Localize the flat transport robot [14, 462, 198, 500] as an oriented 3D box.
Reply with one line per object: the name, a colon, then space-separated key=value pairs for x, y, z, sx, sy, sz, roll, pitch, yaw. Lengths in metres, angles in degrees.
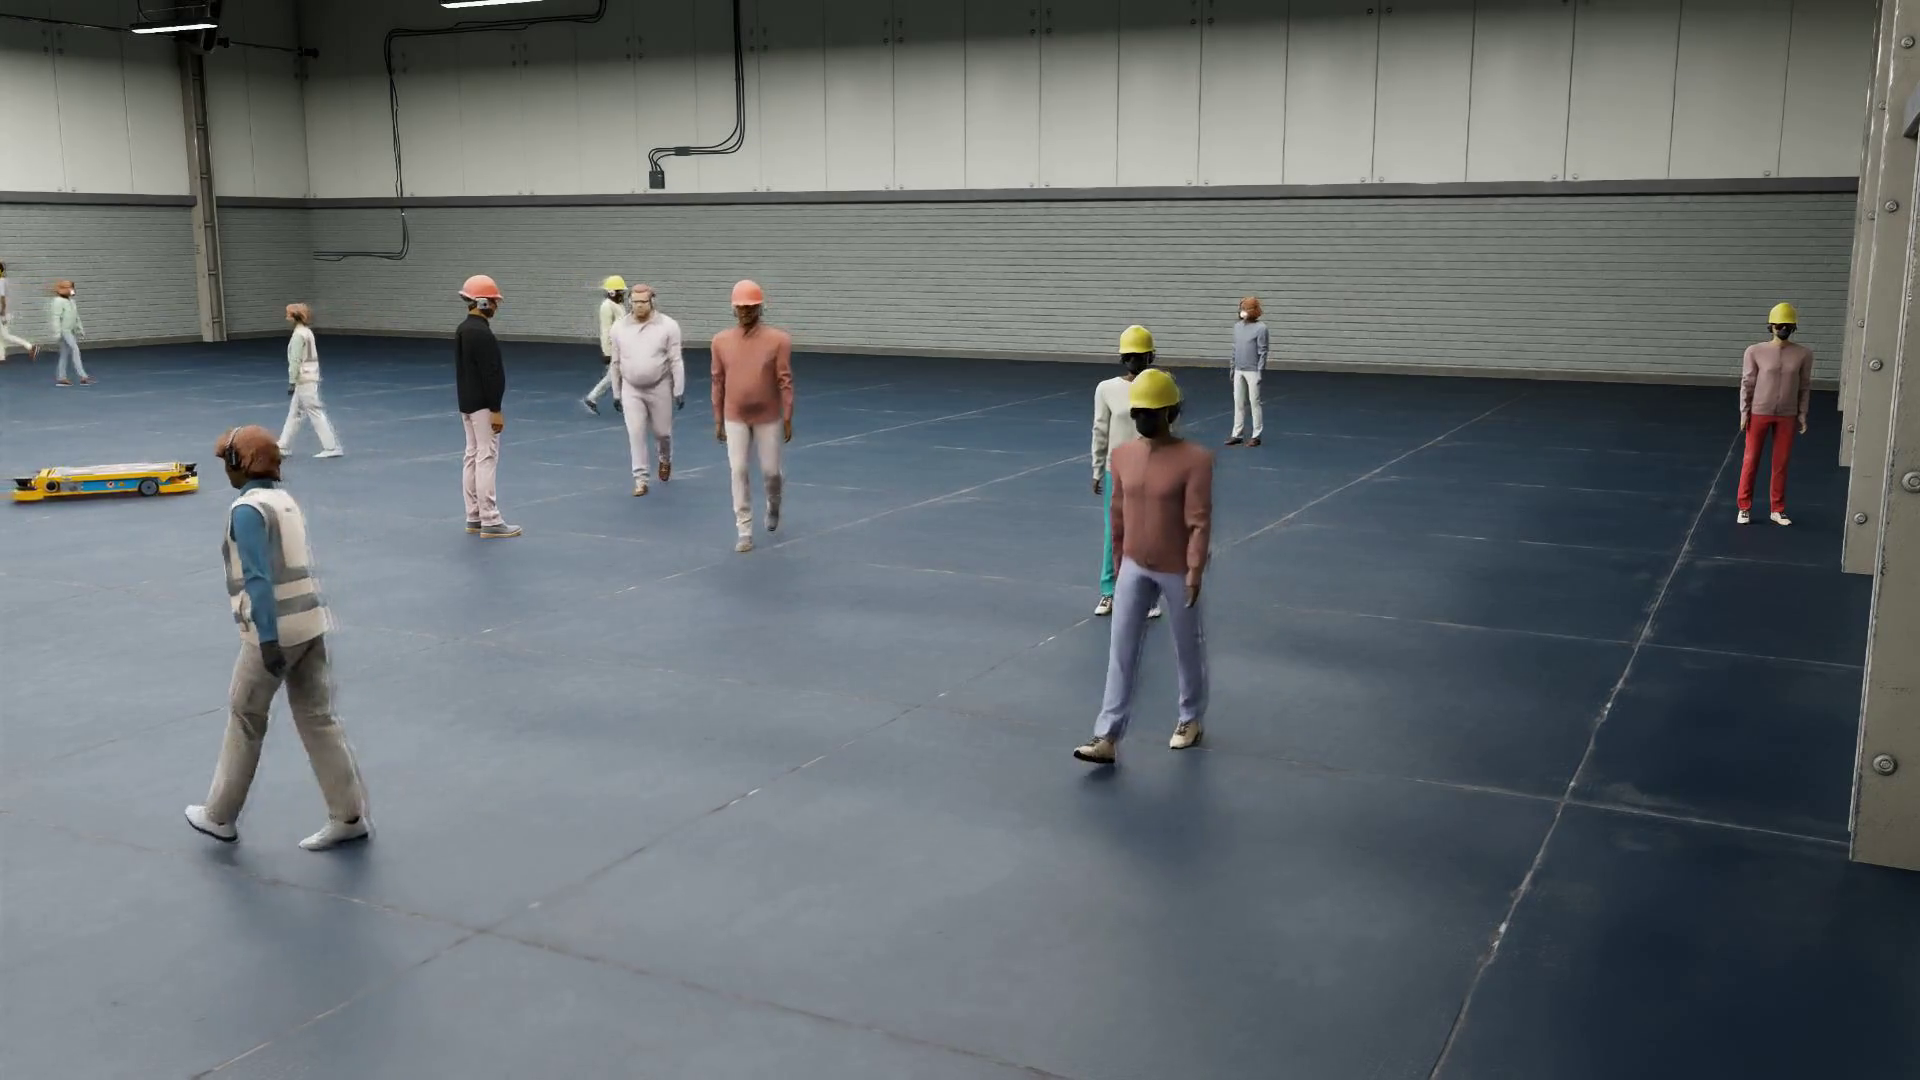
flat transport robot: x=-7.571 y=-0.536 z=14.797 sx=1.431 sy=0.197 sz=0.652 roll=-5 pitch=11 yaw=-24

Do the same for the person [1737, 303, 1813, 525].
person: x=6.463 y=-0.992 z=13.207 sx=0.522 sy=1.769 sz=0.311 roll=2 pitch=11 yaw=8

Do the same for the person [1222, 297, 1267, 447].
person: x=3.120 y=-1.815 z=18.132 sx=0.463 sy=1.627 sz=0.508 roll=-8 pitch=13 yaw=-36

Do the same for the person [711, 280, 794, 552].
person: x=-1.526 y=-0.932 z=12.301 sx=0.621 sy=1.980 sz=0.683 roll=0 pitch=10 yaw=1

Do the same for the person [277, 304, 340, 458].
person: x=-6.821 y=-1.627 z=17.136 sx=0.784 sy=1.596 sz=0.536 roll=-2 pitch=11 yaw=-13

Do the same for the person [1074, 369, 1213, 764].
person: x=0.836 y=0.126 z=7.216 sx=0.539 sy=1.718 sz=0.891 roll=7 pitch=13 yaw=34

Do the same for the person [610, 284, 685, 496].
person: x=-2.798 y=-1.364 z=14.960 sx=0.670 sy=1.878 sz=0.794 roll=0 pitch=10 yaw=-2

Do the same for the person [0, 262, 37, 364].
person: x=-16.986 y=-4.044 z=29.653 sx=0.719 sy=1.847 sz=0.507 roll=-6 pitch=12 yaw=-31

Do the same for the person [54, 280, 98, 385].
person: x=-13.513 y=-3.157 z=25.416 sx=0.740 sy=1.600 sz=0.529 roll=-1 pitch=10 yaw=-3

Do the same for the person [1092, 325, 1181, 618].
person: x=1.054 y=-0.404 z=9.996 sx=0.528 sy=1.767 sz=0.330 roll=2 pitch=11 yaw=12

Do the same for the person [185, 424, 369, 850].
person: x=-2.610 y=0.373 z=6.227 sx=0.730 sy=1.591 sz=0.561 roll=1 pitch=10 yaw=3

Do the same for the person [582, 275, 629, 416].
person: x=-4.388 y=-2.432 z=20.964 sx=0.848 sy=1.801 sz=0.597 roll=0 pitch=10 yaw=1

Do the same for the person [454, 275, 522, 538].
person: x=-3.641 y=-1.019 z=12.725 sx=0.383 sy=1.995 sz=0.608 roll=-7 pitch=13 yaw=-35
